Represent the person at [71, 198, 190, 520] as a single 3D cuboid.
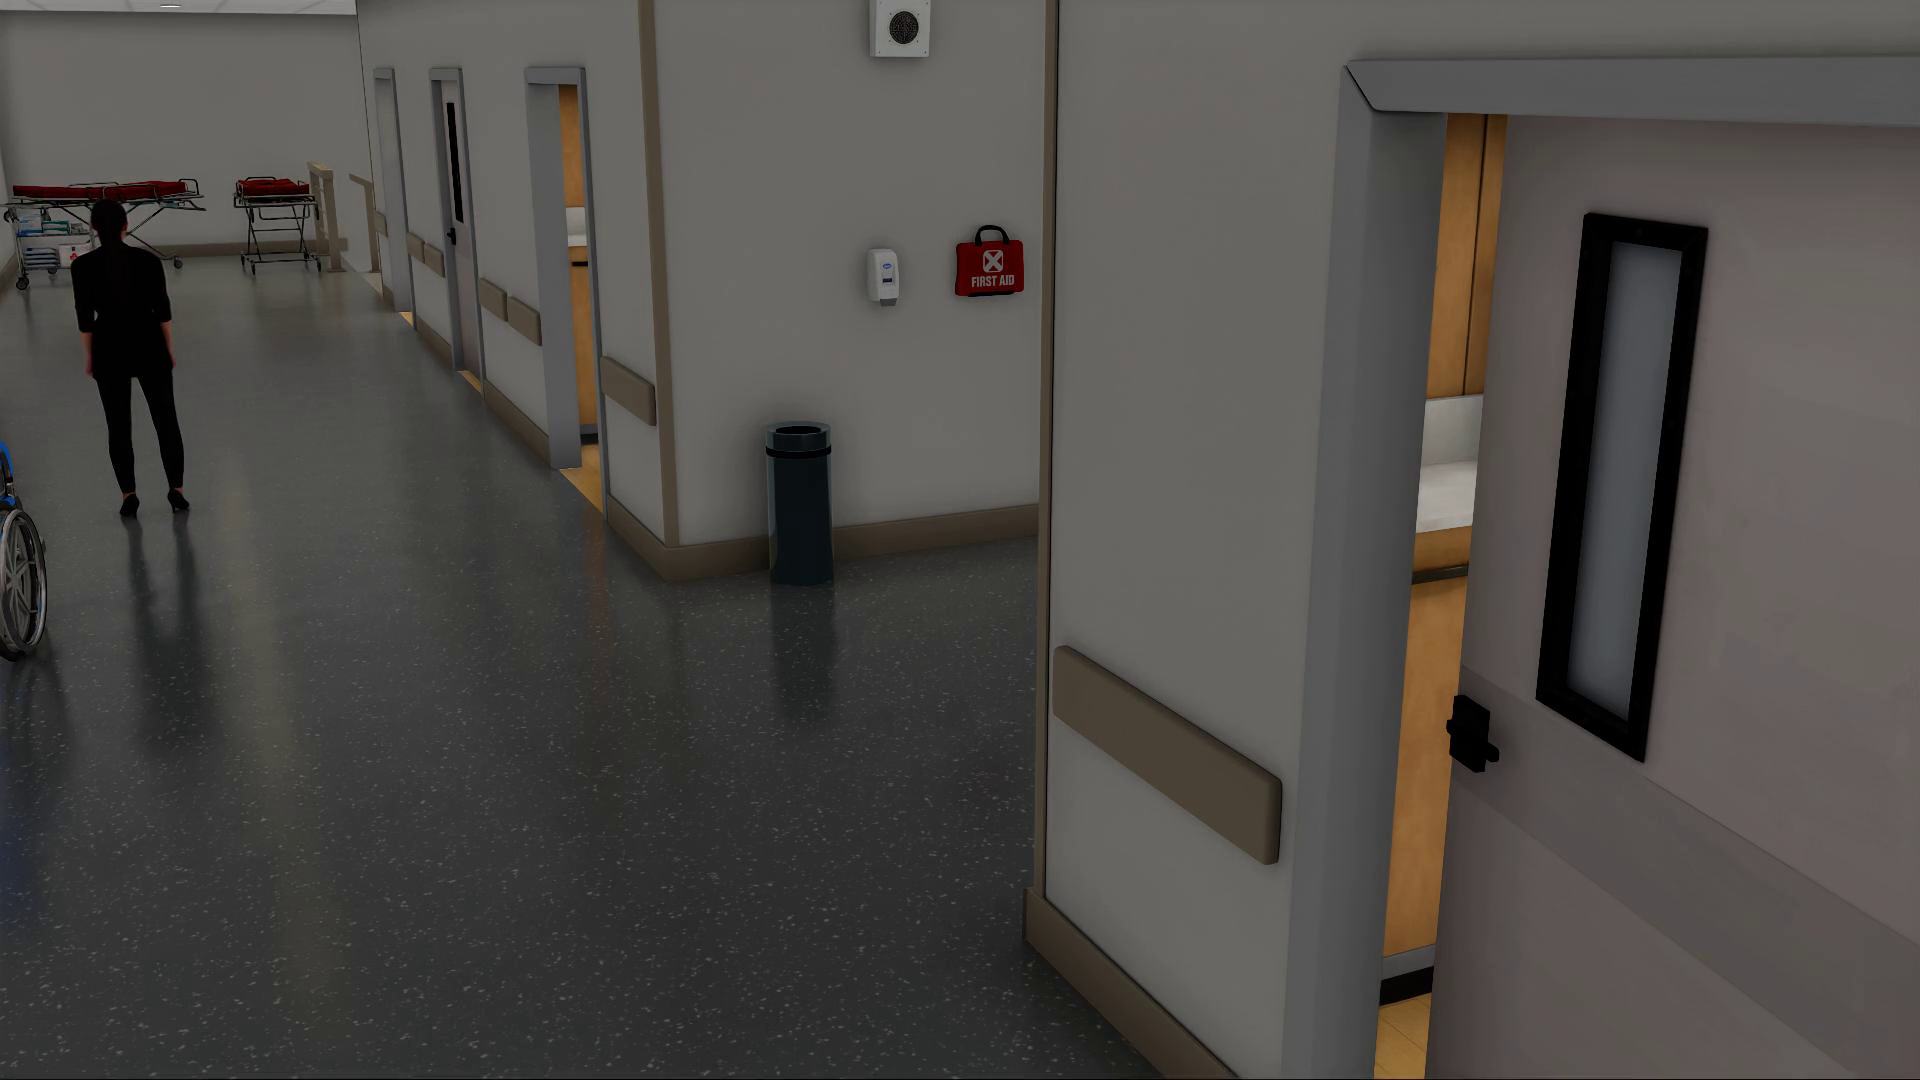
[{"bbox_3d":[-4.343,-0.944,8.707,0.587,1.661,0.532,-7,17,-24],"label":"person"}]
